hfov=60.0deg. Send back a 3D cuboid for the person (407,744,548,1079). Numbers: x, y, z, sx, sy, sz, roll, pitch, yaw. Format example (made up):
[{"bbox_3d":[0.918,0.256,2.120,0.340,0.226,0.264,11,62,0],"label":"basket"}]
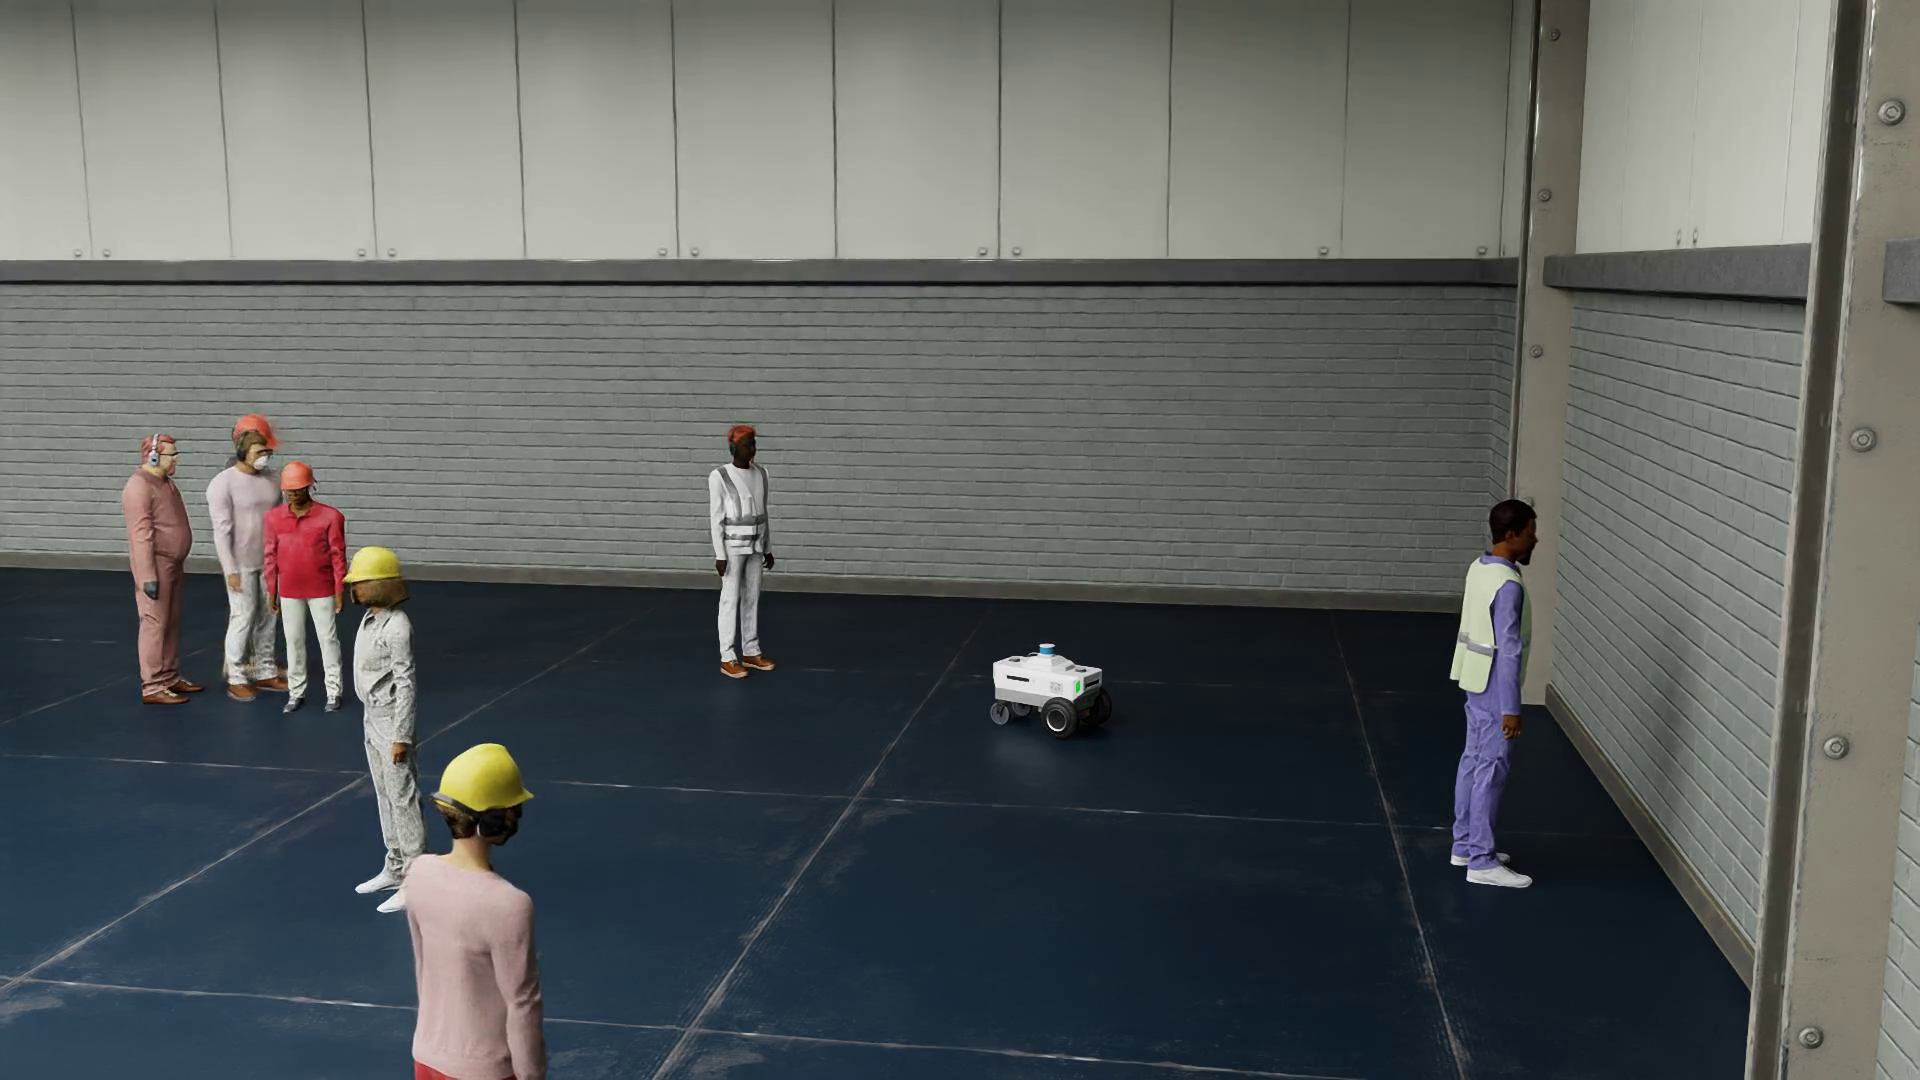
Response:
[{"bbox_3d":[-1.309,1.426,4.589,0.520,1.759,0.347,7,12,37],"label":"person"}]

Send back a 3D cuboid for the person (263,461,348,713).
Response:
[{"bbox_3d":[-4.493,0.323,11.412,0.567,1.744,0.351,0,9,-2],"label":"person"}]

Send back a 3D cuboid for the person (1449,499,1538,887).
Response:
[{"bbox_3d":[2.646,0.748,8.268,0.374,1.915,0.597,0,9,2],"label":"person"}]

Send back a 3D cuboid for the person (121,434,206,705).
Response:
[{"bbox_3d":[-5.604,0.202,11.699,0.399,1.900,0.643,-1,9,-7],"label":"person"}]

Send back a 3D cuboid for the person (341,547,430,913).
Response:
[{"bbox_3d":[-2.745,0.891,7.918,0.308,1.742,0.494,-7,11,-36],"label":"person"}]

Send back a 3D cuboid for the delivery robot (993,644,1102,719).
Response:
[{"bbox_3d":[0.575,0.932,11.030,0.707,0.478,0.477,6,11,35],"label":"delivery robot"}]

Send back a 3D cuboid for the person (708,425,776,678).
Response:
[{"bbox_3d":[-1.629,0.077,12.502,0.355,1.885,0.575,7,11,36],"label":"person"}]

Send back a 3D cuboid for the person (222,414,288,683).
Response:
[{"bbox_3d":[-5.239,0.064,12.234,0.462,1.999,0.662,-5,11,-30],"label":"person"}]

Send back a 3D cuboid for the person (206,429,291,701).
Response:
[{"bbox_3d":[-5.010,0.169,11.797,0.364,1.928,0.637,5,10,26],"label":"person"}]
